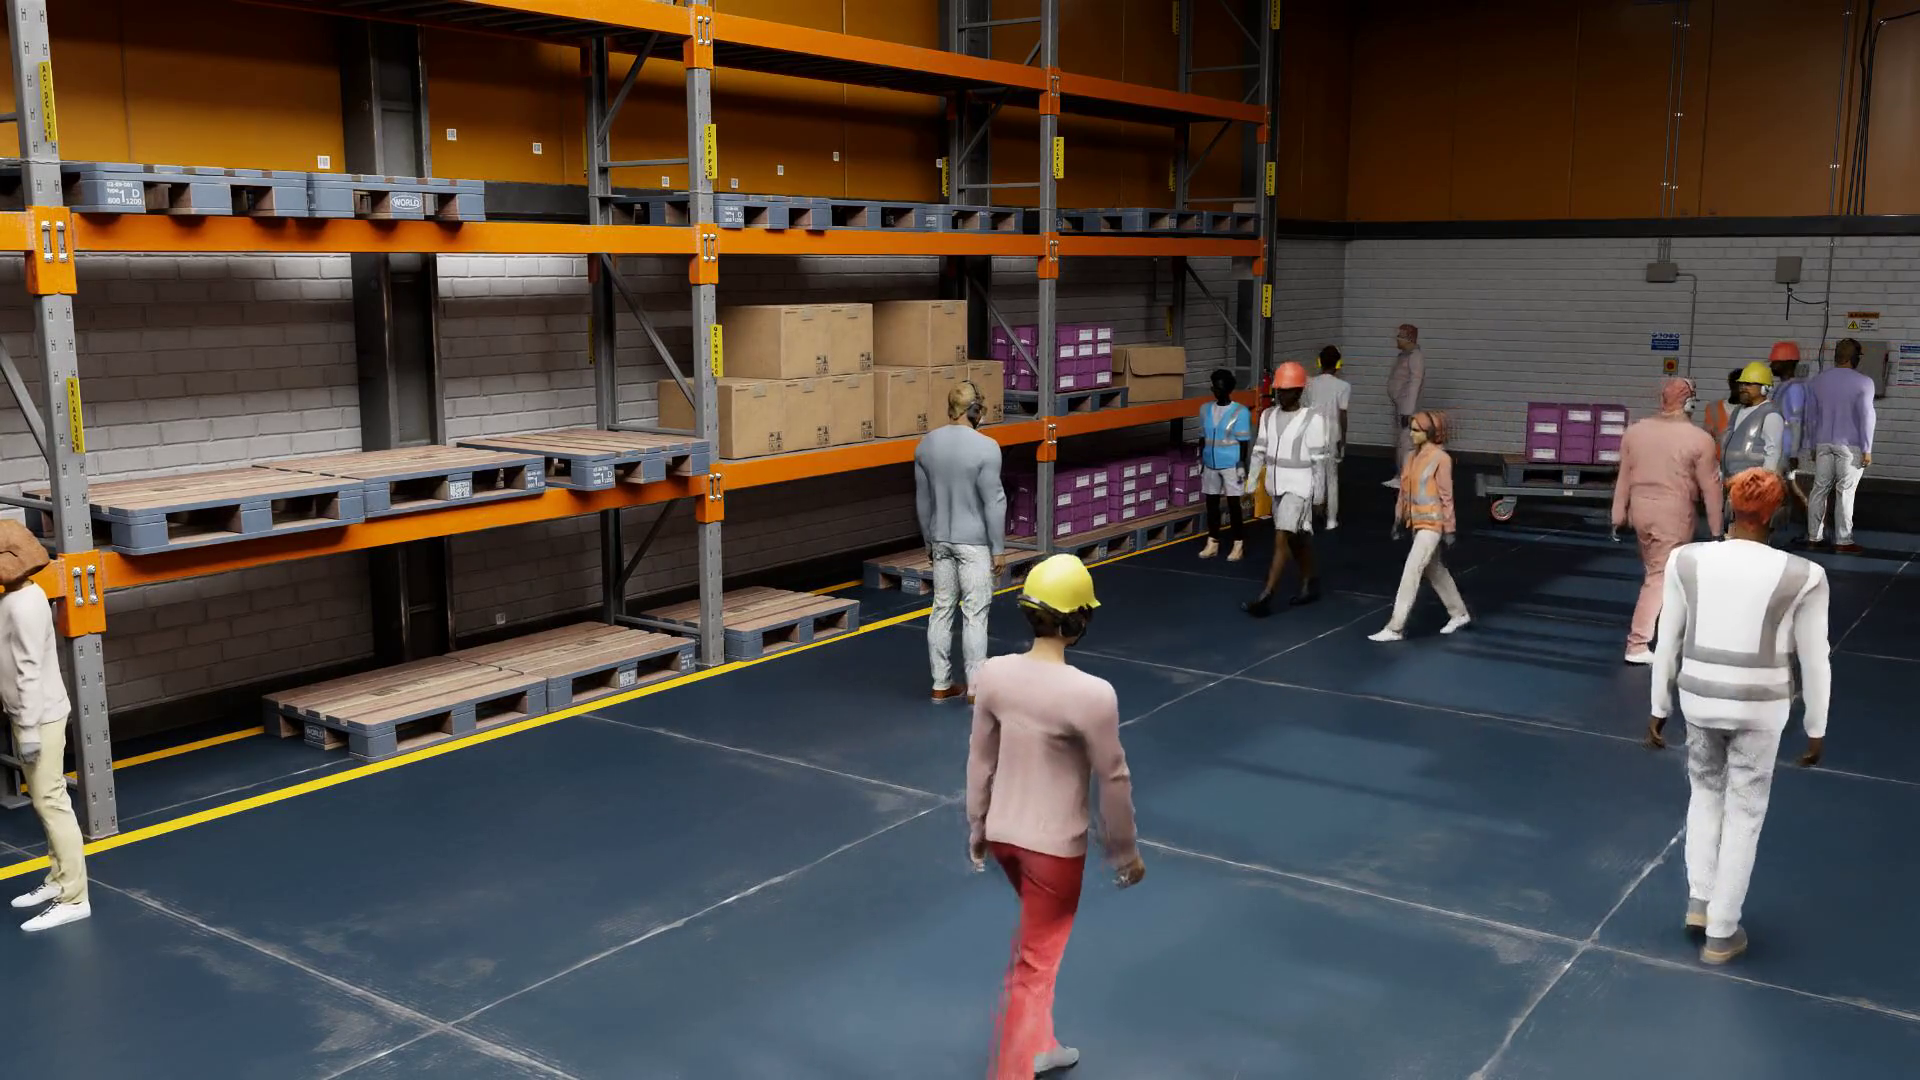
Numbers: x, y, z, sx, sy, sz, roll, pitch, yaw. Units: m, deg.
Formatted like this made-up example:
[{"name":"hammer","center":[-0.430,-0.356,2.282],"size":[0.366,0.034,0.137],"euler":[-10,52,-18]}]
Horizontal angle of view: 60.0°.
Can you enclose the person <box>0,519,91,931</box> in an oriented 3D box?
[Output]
[{"name":"person","center":[-3.690,0.719,6.599],"size":[0.285,1.626,0.494],"euler":[-6,12,-34]}]

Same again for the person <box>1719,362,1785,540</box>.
[{"name":"person","center":[6.224,-0.489,13.158],"size":[0.404,1.837,0.592],"euler":[-1,10,-6]}]

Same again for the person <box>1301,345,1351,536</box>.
[{"name":"person","center":[3.477,-0.953,16.004],"size":[0.522,1.826,0.963],"euler":[3,10,19]}]

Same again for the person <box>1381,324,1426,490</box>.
[{"name":"person","center":[5.123,-1.527,19.185],"size":[0.403,1.898,0.694],"euler":[0,10,2]}]

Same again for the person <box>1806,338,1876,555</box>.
[{"name":"person","center":[7.898,-0.838,14.935],"size":[0.372,1.940,0.630],"euler":[-5,11,-28]}]

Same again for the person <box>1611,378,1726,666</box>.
[{"name":"person","center":[4.708,-0.125,10.902],"size":[0.971,1.856,0.679],"euler":[-6,11,-30]}]

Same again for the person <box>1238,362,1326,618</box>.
[{"name":"person","center":[2.429,-0.383,12.407],"size":[1.017,1.885,0.551],"euler":[-7,12,-37]}]

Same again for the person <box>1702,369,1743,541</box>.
[{"name":"person","center":[6.969,-0.718,15.004],"size":[0.533,1.677,0.458],"euler":[7,12,36]}]

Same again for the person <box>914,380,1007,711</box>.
[{"name":"person","center":[0.018,0.033,9.766],"size":[0.627,1.934,0.372],"euler":[8,12,38]}]

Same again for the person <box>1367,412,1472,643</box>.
[{"name":"person","center":[3.254,-0.099,11.548],"size":[0.865,1.596,0.534],"euler":[-2,10,-14]}]

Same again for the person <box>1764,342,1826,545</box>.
[{"name":"person","center":[7.578,-0.878,15.323],"size":[0.964,1.891,0.553],"euler":[3,10,17]}]

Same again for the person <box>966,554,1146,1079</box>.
[{"name":"person","center":[0.300,0.910,5.108],"size":[0.670,1.746,0.533],"euler":[-8,13,-40]}]

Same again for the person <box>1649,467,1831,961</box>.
[{"name":"person","center":[2.975,0.645,6.316],"size":[0.600,1.862,0.580],"euler":[8,13,40]}]

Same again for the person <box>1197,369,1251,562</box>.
[{"name":"person","center":[2.311,-0.658,14.609],"size":[0.537,1.687,0.320],"euler":[9,13,43]}]
